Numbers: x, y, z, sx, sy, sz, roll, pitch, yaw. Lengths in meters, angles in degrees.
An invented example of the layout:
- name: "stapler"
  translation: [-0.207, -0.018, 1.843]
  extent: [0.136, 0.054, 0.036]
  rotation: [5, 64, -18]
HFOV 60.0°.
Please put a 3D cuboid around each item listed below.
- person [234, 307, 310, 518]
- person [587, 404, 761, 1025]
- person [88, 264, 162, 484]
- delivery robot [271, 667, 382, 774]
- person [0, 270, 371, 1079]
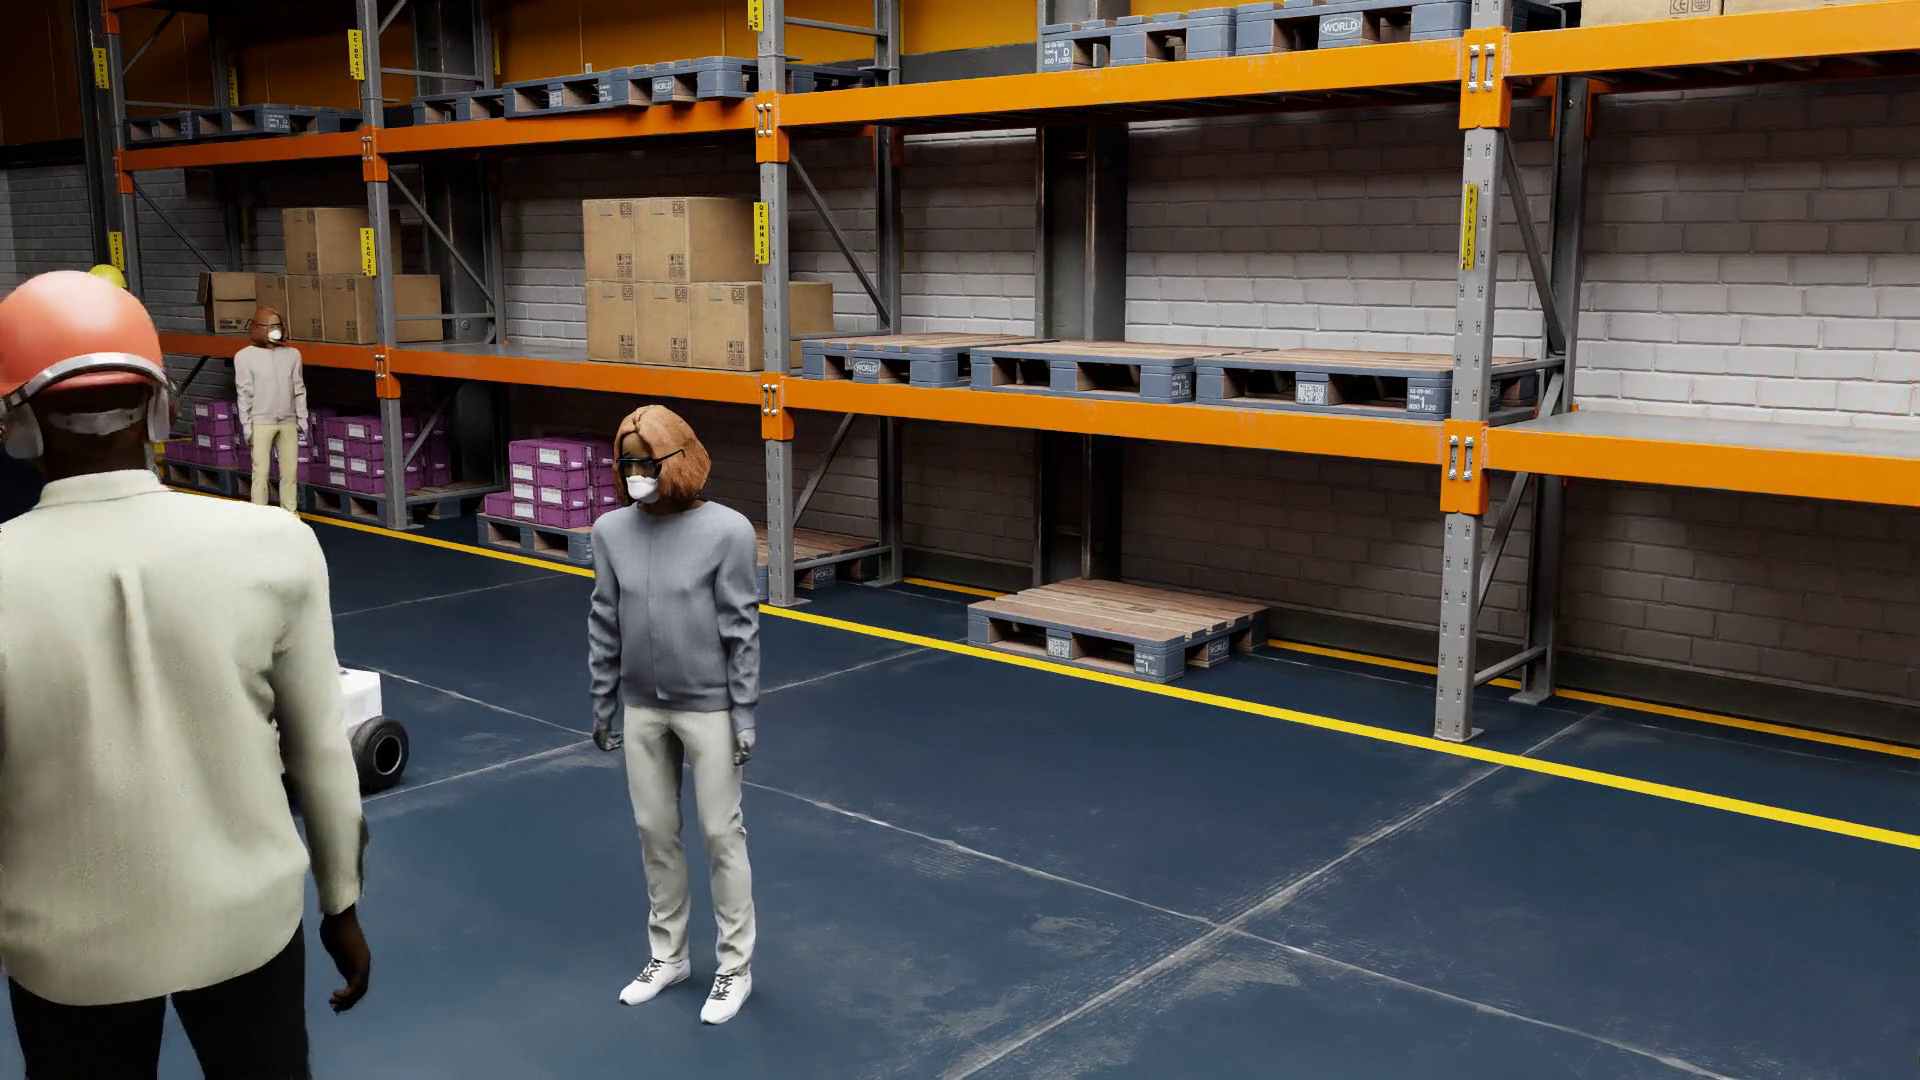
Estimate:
- name: "person"
  translation: [-4.723, -0.787, 11.449]
  extent: [0.280, 1.625, 0.498]
  rotation: [8, 13, 38]
- name: "person"
  translation: [-0.756, 0.453, 4.394]
  extent: [0.509, 1.622, 0.295]
  rotation: [4, 11, 20]
- name: "person"
  translation: [-5.481, -0.829, 10.860]
  extent: [0.401, 1.918, 0.588]
  rotation: [4, 11, 20]
- name: "delivery robot"
  translation: [-2.454, 0.648, 6.055]
  extent: [0.477, 0.478, 0.707]
  rotation: [4, 11, 23]
- name: "person"
  translation: [-1.249, 0.592, 2.555]
  extent: [0.645, 1.989, 0.407]
  rotation: [-8, 12, -37]
